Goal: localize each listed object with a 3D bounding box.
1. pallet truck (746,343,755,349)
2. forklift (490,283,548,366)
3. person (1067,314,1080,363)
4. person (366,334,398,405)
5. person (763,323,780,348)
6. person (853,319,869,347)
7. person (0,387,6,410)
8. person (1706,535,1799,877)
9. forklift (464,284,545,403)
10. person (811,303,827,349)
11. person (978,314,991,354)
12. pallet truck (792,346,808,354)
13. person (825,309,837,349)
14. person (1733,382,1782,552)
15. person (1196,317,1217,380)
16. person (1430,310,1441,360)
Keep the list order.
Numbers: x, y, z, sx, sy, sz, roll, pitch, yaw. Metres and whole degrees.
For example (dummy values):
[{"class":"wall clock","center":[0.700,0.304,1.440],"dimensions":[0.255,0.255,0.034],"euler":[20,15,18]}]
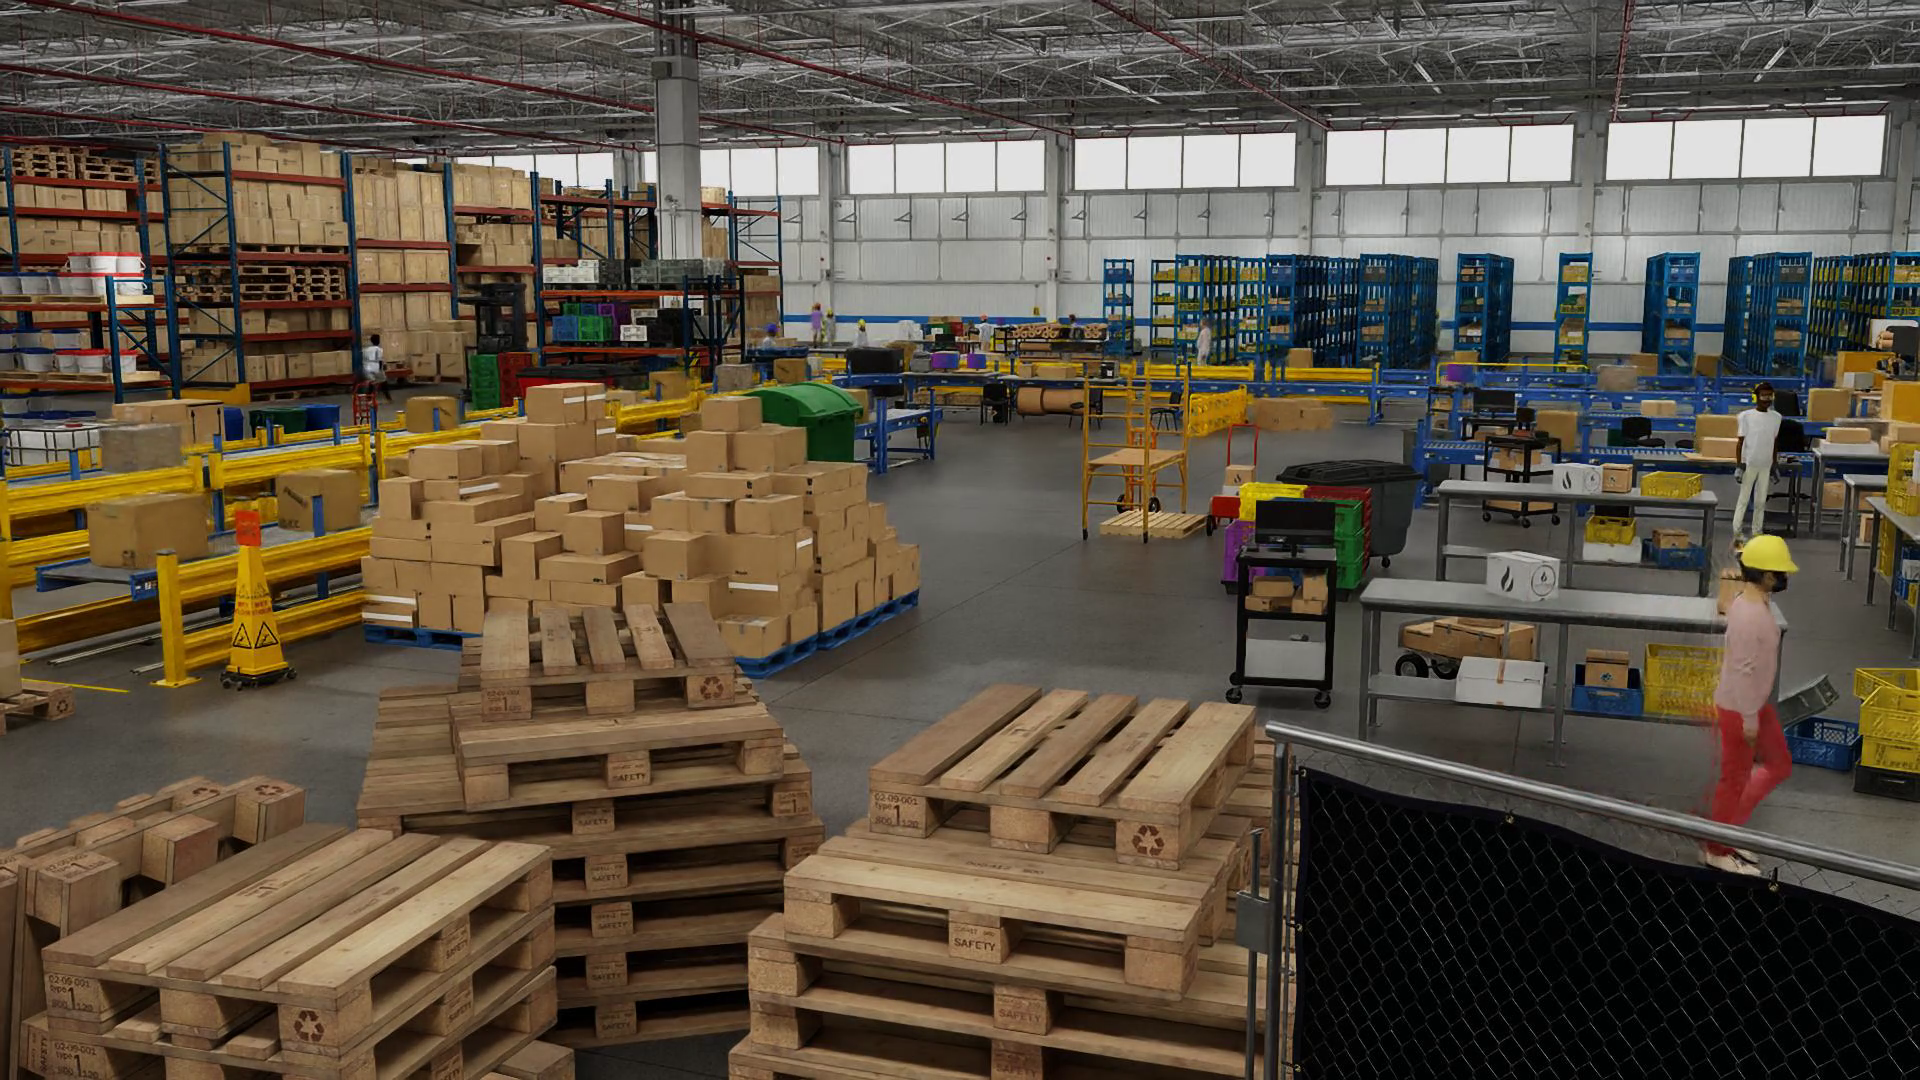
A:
[{"class":"pallet truck","center":[-6.183,-4.618,44.264],"dimensions":[1.601,1.201,0.680],"euler":[-9,12,-43]},{"class":"forklift","center":[-11.710,-5.299,43.364],"dimensions":[1.129,2.768,1.873],"euler":[3,10,20]},{"class":"person","center":[3.638,-6.233,52.564],"dimensions":[0.815,1.823,0.574],"euler":[1,9,6]},{"class":"person","center":[-13.492,-3.944,38.656],"dimensions":[0.551,1.658,0.834],"euler":[4,10,24]},{"class":"person","center":[-4.557,-4.162,39.243],"dimensions":[0.665,1.922,0.650],"euler":[1,9,6]},{"class":"person","center":[-2.849,-5.372,47.198],"dimensions":[0.826,1.803,0.591],"euler":[4,10,23]},{"class":"person","center":[-17.936,-2.716,30.977],"dimensions":[0.556,1.653,0.881],"euler":[3,10,18]},{"class":"person","center":[3.987,0.836,8.355],"dimensions":[0.389,1.750,0.554],"euler":[6,11,35]},{"class":"forklift","center":[-10.832,-4.702,39.610],"dimensions":[1.129,2.768,1.873],"euler":[3,10,20]},{"class":"person","center":[-5.736,-8.693,67.692],"dimensions":[0.552,1.911,0.754],"euler":[5,10,28]},{"class":"person","center":[0.791,-6.558,54.794],"dimensions":[0.336,1.749,0.575],"euler":[7,11,37]},{"class":"pallet truck","center":[-3.705,-4.298,42.022],"dimensions":[0.653,1.274,1.630],"euler":[3,10,20]},{"class":"person","center":[-4.981,-8.002,63.932],"dimensions":[0.498,1.726,0.413],"euler":[-7,11,-38]},{"class":"person","center":[8.764,-0.799,18.269],"dimensions":[0.508,1.872,0.329],"euler":[-1,9,-7]},{"class":"person","center":[6.703,-5.149,45.500],"dimensions":[0.619,1.892,0.659],"euler":[3,10,18]},{"class":"person","center":[16.801,-7.239,58.839],"dimensions":[0.429,1.820,0.605],"euler":[1,9,9]}]
